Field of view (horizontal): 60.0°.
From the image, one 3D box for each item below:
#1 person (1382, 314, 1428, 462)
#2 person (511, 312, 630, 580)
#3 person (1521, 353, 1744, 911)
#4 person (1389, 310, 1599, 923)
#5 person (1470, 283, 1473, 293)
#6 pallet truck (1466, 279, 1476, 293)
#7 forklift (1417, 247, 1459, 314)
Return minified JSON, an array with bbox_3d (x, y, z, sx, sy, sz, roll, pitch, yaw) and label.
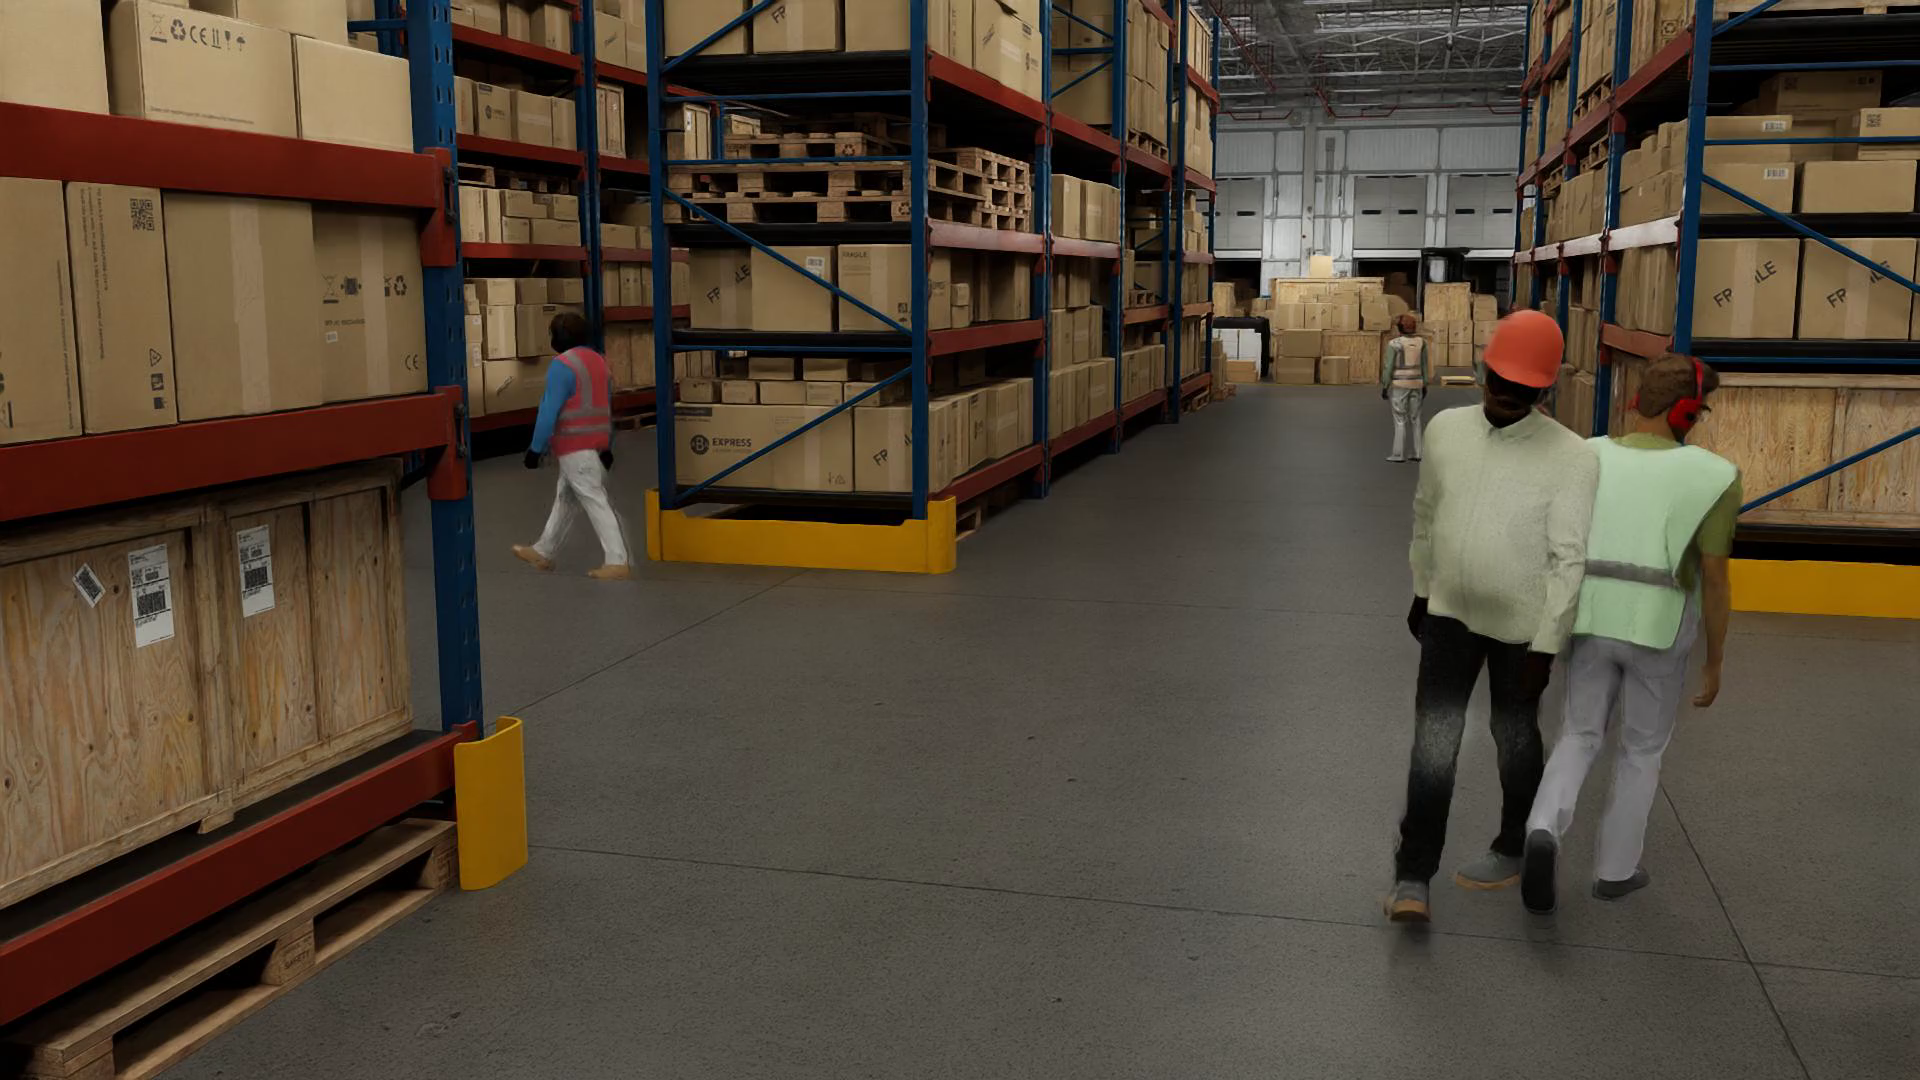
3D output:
[{"bbox_3d":[4.898,-1.663,18.291,0.530,1.630,0.328,-3,9,-18],"label":"person"},{"bbox_3d":[-2.645,-0.627,11.202,0.971,1.787,0.644,2,9,11],"label":"person"},{"bbox_3d":[2.079,0.320,5.202,0.615,1.804,0.725,7,11,39],"label":"person"},{"bbox_3d":[1.616,0.253,5.194,0.679,1.921,0.980,8,12,42],"label":"person"},{"bbox_3d":[16.522,-7.441,54.205,0.574,1.885,0.356,-5,10,-27],"label":"person"},{"bbox_3d":[18.896,-8.459,60.307,1.885,1.965,0.823,5,10,31],"label":"pallet truck"},{"bbox_3d":[12.611,-6.302,43.810,1.129,2.768,1.873,1,9,5],"label":"forklift"}]
